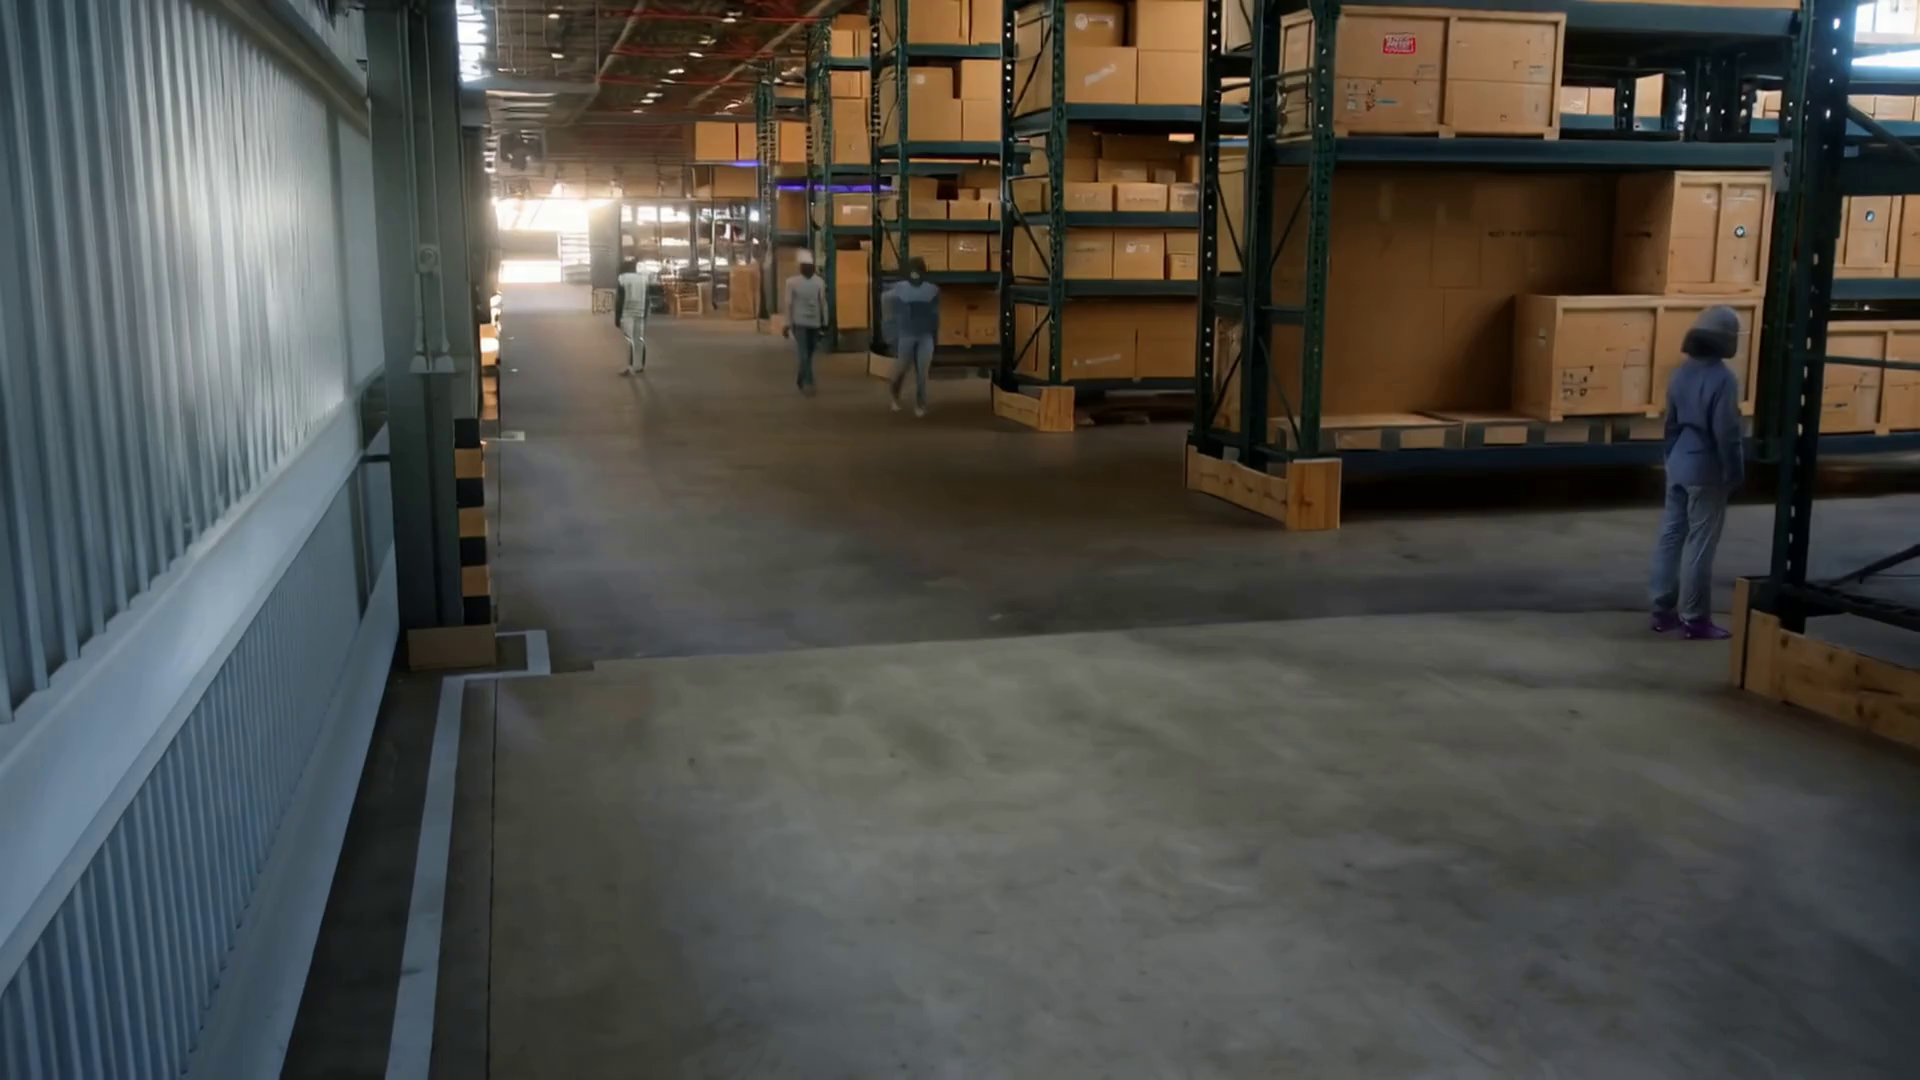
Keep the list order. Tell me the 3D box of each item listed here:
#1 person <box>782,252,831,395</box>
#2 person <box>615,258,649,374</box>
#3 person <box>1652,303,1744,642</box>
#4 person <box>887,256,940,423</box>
[{"bbox_3d":[-2.076,-2.960,22.787,0.642,1.937,1.008,-5,11,-27],"label":"person"},{"bbox_3d":[-5.226,-3.548,26.402,0.429,1.842,0.633,8,13,39],"label":"person"},{"bbox_3d":[3.837,-0.347,8.586,0.311,1.735,0.484,-3,10,-16],"label":"person"},{"bbox_3d":[-0.545,-2.332,19.314,0.638,1.916,0.780,-3,10,-16],"label":"person"}]
